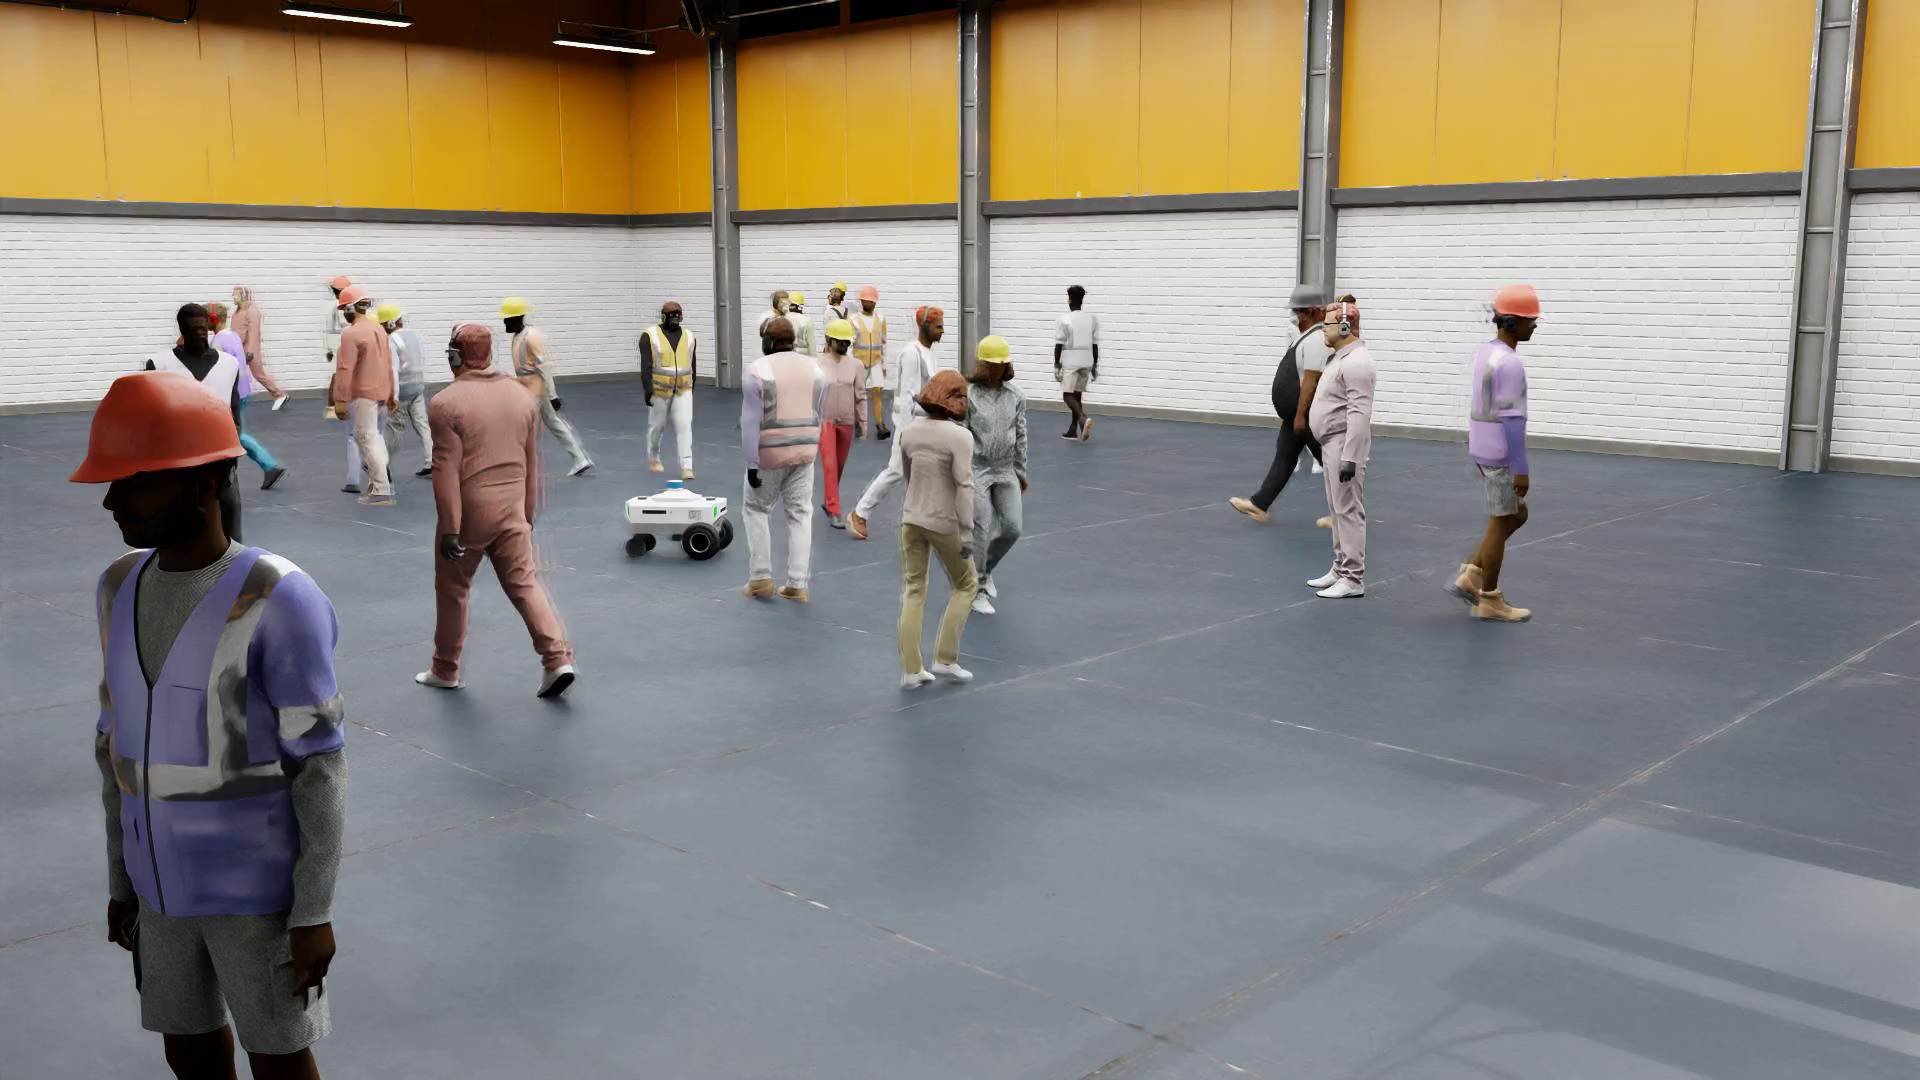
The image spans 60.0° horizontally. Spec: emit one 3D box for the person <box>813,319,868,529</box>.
[{"bbox_3d":[-1.052,-0.991,13.918,0.540,1.716,0.908,-4,10,-24],"label":"person"}]

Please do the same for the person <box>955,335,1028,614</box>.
[{"bbox_3d":[0.189,-0.403,10.260,0.533,1.721,0.468,-5,11,-28],"label":"person"}]

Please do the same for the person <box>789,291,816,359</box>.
[{"bbox_3d":[-2.164,-2.366,21.954,0.601,1.830,0.404,3,10,19],"label":"person"}]

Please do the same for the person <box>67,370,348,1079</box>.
[{"bbox_3d":[-1.434,0.646,3.170,0.552,1.934,0.373,4,10,22],"label":"person"}]

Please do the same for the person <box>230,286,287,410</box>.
[{"bbox_3d":[-10.593,-2.854,24.829,0.635,1.875,0.911,7,12,36],"label":"person"}]

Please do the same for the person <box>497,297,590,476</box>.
[{"bbox_3d":[-4.210,-1.500,16.624,1.060,1.855,0.639,-5,10,-27],"label":"person"}]

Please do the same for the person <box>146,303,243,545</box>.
[{"bbox_3d":[-4.924,-0.576,10.809,0.598,1.891,0.753,-7,12,-37],"label":"person"}]

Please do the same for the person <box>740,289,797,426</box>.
[{"bbox_3d":[-2.300,-2.107,20.220,0.902,1.900,0.660,8,12,41],"label":"person"}]

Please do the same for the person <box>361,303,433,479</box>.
[{"bbox_3d":[-5.655,-1.490,16.782,0.905,1.770,0.626,3,10,16],"label":"person"}]

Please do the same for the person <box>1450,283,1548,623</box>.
[{"bbox_3d":[3.247,-0.499,9.897,0.414,2.030,0.649,1,9,7],"label":"person"}]

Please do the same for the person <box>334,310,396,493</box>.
[{"bbox_3d":[-5.636,-1.307,15.768,0.589,1.725,0.464,-7,12,-36],"label":"person"}]

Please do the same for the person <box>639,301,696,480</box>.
[{"bbox_3d":[-2.985,-1.540,16.999,0.621,1.808,0.915,-5,10,-26],"label":"person"}]

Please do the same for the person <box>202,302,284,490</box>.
[{"bbox_3d":[-6.903,-1.337,15.718,0.778,1.826,0.577,-1,9,-6],"label":"person"}]

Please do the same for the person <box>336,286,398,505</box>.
[{"bbox_3d":[-5.330,-1.287,14.958,0.548,1.952,0.736,2,9,10],"label":"person"}]

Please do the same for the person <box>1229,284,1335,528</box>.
[{"bbox_3d":[2.774,-1.103,13.574,1.052,2.000,0.693,1,9,3],"label":"person"}]

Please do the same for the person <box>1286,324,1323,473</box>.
[{"bbox_3d":[3.634,-1.628,17.332,0.535,1.864,0.309,4,10,25],"label":"person"}]

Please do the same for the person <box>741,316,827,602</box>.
[{"bbox_3d":[-1.172,-0.521,10.688,0.630,1.821,0.623,-6,11,-34],"label":"person"}]

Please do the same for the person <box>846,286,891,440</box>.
[{"bbox_3d":[-1.124,-2.172,20.537,0.575,1.896,0.940,-4,10,-22],"label":"person"}]

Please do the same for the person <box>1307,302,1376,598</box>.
[{"bbox_3d":[2.456,-0.579,10.772,0.402,1.906,0.651,1,9,4],"label":"person"}]

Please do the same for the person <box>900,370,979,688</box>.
[{"bbox_3d":[-0.110,-0.053,8.414,0.532,1.608,0.468,7,12,39],"label":"person"}]

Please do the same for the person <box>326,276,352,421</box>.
[{"bbox_3d":[-8.552,-2.687,23.344,0.872,2.012,0.634,-6,11,-33],"label":"person"}]

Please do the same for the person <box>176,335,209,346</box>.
[{"bbox_3d":[-6.898,-1.112,14.893,0.389,1.617,0.532,4,10,25],"label":"person"}]

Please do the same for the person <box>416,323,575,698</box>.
[{"bbox_3d":[-2.316,-0.140,8.223,0.974,1.867,0.660,6,11,35],"label":"person"}]

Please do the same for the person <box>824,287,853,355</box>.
[{"bbox_3d":[-1.810,-2.793,24.530,0.513,1.846,0.340,-9,13,-43],"label":"person"}]

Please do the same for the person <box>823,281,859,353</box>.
[{"bbox_3d":[-1.884,-3.117,26.267,0.589,1.927,0.386,-3,10,-18],"label":"person"}]

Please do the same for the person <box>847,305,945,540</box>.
[{"bbox_3d":[-0.460,-0.910,13.013,0.840,1.854,0.623,3,10,15],"label":"person"}]

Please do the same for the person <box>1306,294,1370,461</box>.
[{"bbox_3d":[4.243,-1.810,18.543,0.540,1.839,0.812,-5,11,-30],"label":"person"}]

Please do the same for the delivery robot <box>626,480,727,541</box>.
[{"bbox_3d":[-2.096,-0.200,12.297,0.707,0.478,0.477,1,9,6],"label":"delivery robot"}]

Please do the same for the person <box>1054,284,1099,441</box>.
[{"bbox_3d":[1.455,-2.155,20.349,0.611,1.939,0.815,-4,10,-26],"label":"person"}]
